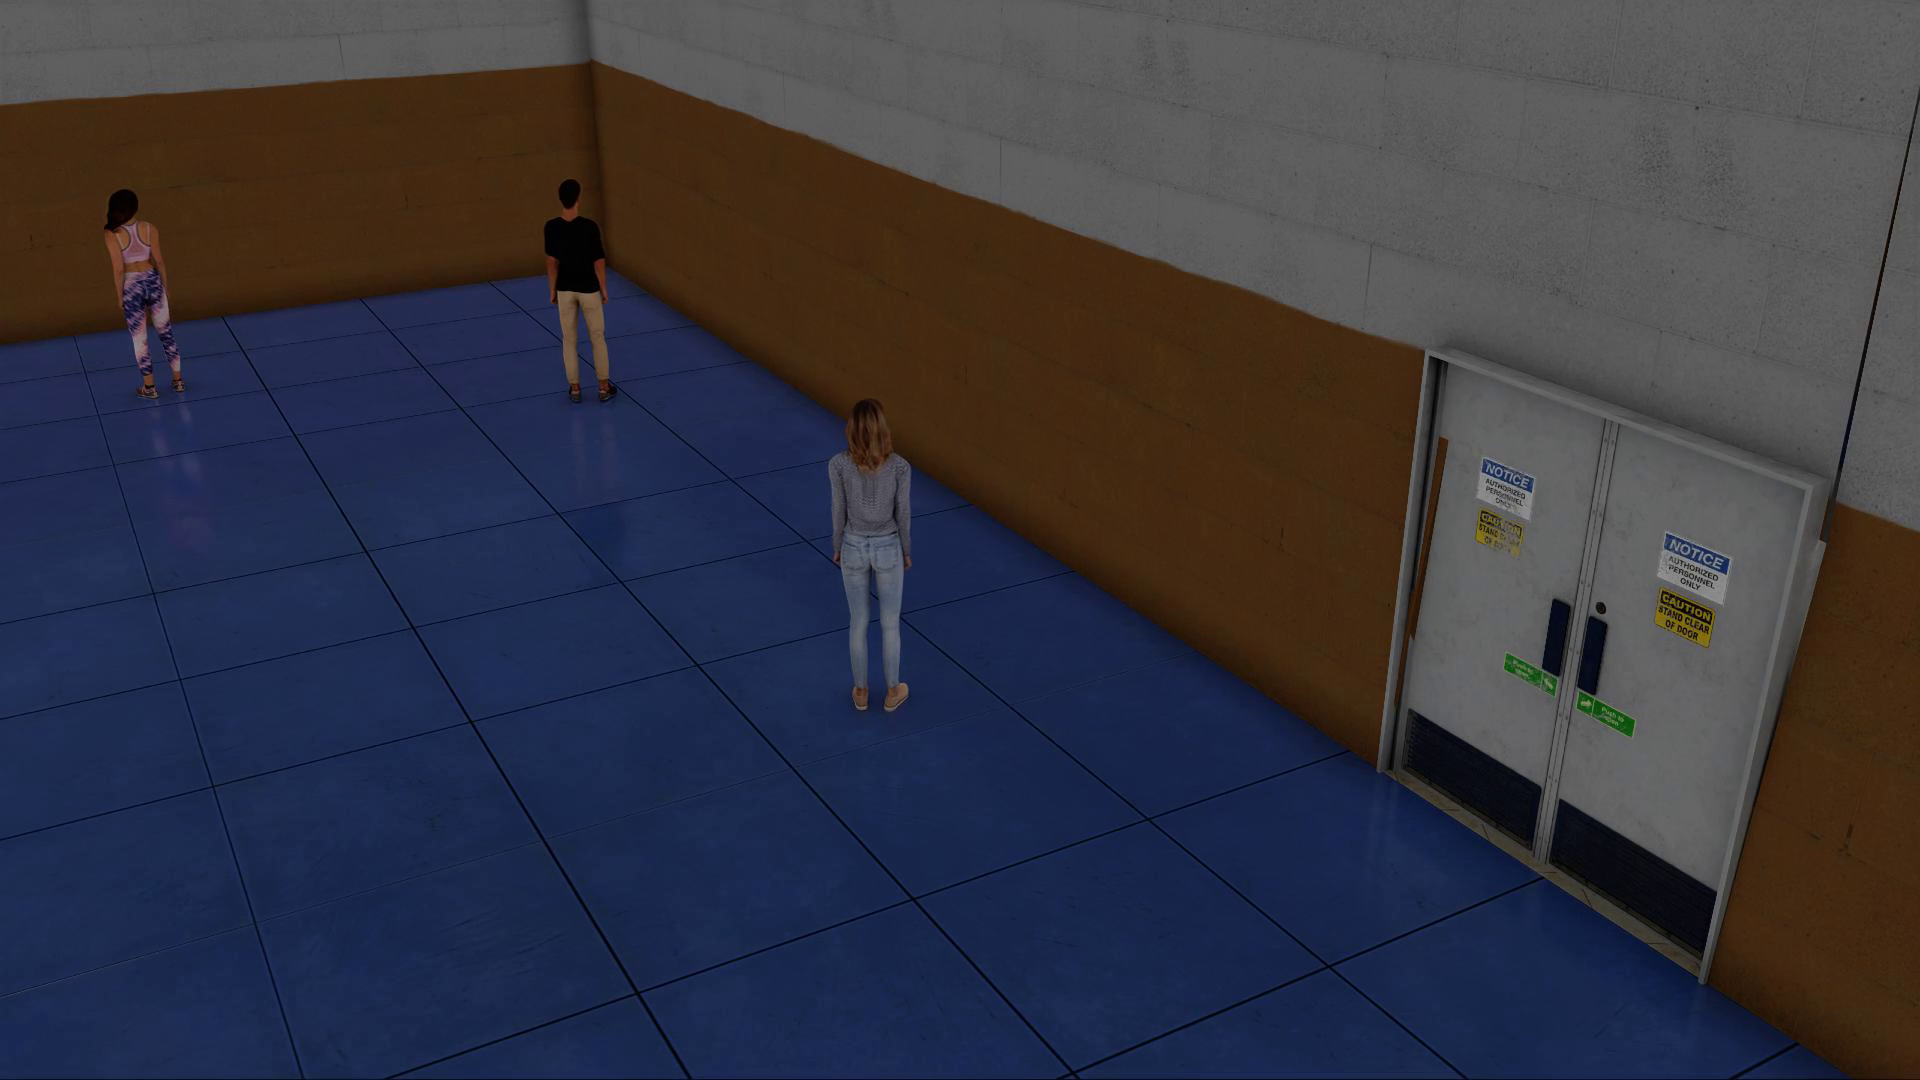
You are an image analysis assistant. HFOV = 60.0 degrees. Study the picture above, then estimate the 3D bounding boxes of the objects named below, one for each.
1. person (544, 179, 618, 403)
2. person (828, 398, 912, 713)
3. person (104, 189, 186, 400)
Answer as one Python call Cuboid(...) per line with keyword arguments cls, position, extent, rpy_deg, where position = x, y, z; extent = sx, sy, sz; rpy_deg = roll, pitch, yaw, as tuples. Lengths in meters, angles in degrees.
Cuboid(cls="person", position=(-3.180, -2.073, 13.867), extent=(0.633, 1.859, 0.768), rpy_deg=(-1, 24, -1))
Cuboid(cls="person", position=(-0.481, 0.086, 9.044), extent=(0.621, 1.795, 0.721), rpy_deg=(2, 24, 4))
Cuboid(cls="person", position=(-6.900, -2.085, 14.041), extent=(0.705, 1.767, 0.562), rpy_deg=(21, 31, 40))
